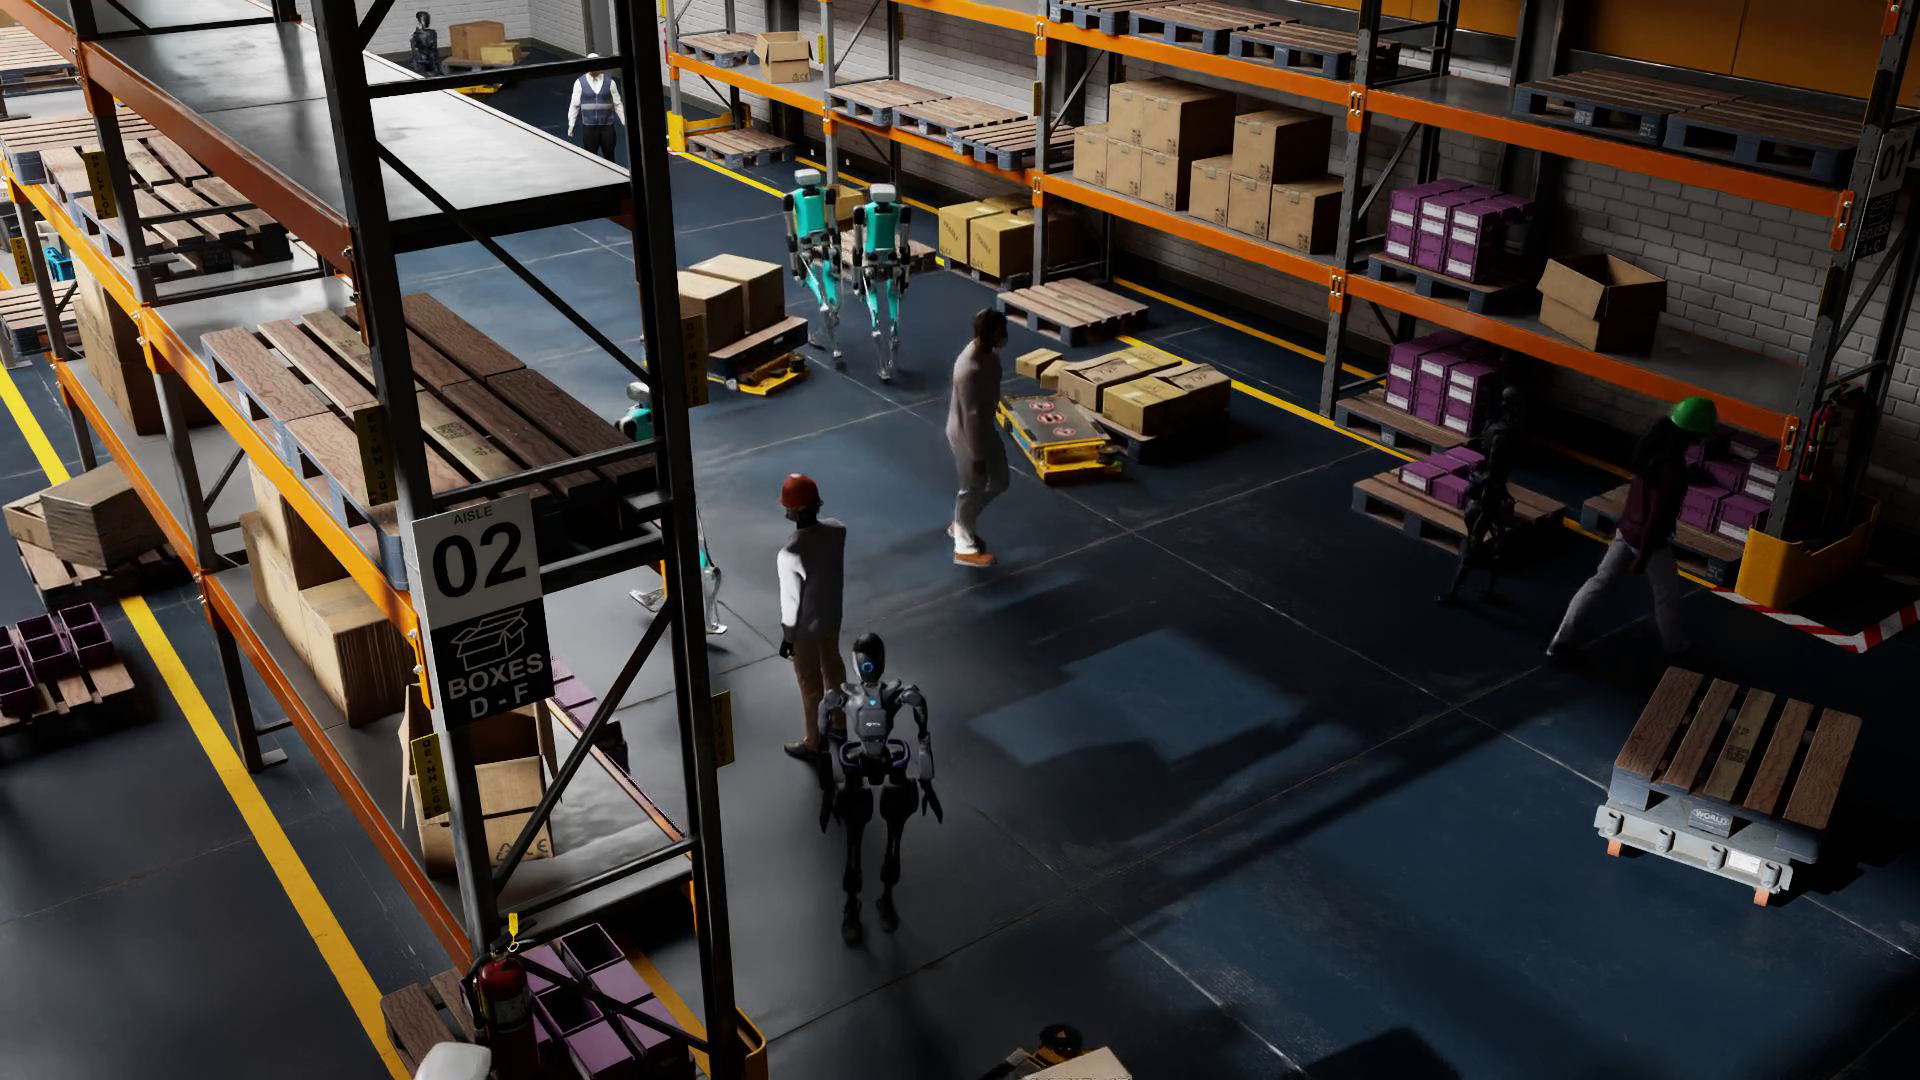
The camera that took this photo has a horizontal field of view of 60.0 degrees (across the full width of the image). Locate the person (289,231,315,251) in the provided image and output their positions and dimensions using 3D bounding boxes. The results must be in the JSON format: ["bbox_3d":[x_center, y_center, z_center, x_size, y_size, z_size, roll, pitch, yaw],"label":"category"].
[{"bbox_3d":[-5.839,-2.184,14.692,0.348,1.743,0.554,20,33,35],"label":"person"}]

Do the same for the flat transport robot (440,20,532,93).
[{"bbox_3d":[-7.613,-7.420,26.746,0.659,0.231,1.431,1,27,2],"label":"flat transport robot"}]

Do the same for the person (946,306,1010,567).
[{"bbox_3d":[0.134,-0.707,11.559,0.441,1.918,0.667,7,28,14],"label":"person"}]

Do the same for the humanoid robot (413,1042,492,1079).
[{"bbox_3d":[-1.358,2.417,5.568,0.695,1.804,0.530,-2,27,-4],"label":"humanoid robot"}]

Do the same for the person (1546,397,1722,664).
[{"bbox_3d":[4.262,-0.035,10.263,1.065,1.878,0.504,-3,27,-5],"label":"person"}]

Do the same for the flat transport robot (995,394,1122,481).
[{"bbox_3d":[0.789,-0.877,13.732,0.659,0.231,1.431,-7,28,-14],"label":"flat transport robot"}]

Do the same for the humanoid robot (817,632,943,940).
[{"bbox_3d":[-0.385,1.195,8.049,0.601,1.652,0.341,-3,27,-6],"label":"humanoid robot"}]

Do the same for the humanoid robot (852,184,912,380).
[{"bbox_3d":[-0.659,-2.228,14.817,0.555,1.809,0.842,-6,27,-12],"label":"humanoid robot"}]

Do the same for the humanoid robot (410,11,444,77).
[{"bbox_3d":[-7.702,-6.735,23.831,0.464,1.648,0.586,11,29,21],"label":"humanoid robot"}]

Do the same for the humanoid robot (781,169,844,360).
[{"bbox_3d":[-1.223,-2.460,15.282,0.536,1.735,1.013,-13,30,-25],"label":"humanoid robot"}]

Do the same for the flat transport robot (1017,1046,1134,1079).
[{"bbox_3d":[0.362,3.002,6.017,1.431,0.231,0.659,-13,29,-24],"label":"flat transport robot"}]

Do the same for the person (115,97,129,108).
[{"bbox_3d":[-10.662,-5.391,20.795,0.619,1.990,0.394,4,27,9],"label":"person"}]

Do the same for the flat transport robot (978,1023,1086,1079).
[{"bbox_3d":[0.188,2.573,6.869,0.659,0.231,1.431,23,35,38],"label":"flat transport robot"}]

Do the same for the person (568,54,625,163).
[{"bbox_3d":[-4.449,-5.097,20.472,0.762,1.753,0.448,-8,28,-16],"label":"person"}]

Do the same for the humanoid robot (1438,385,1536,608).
[{"bbox_3d":[3.522,-0.271,10.971,0.561,1.634,0.608,14,30,25],"label":"humanoid robot"}]

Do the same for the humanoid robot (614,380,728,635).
[{"bbox_3d":[-1.772,-0.155,10.678,1.043,1.733,0.556,14,30,26],"label":"humanoid robot"}]

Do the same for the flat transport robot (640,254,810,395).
[{"bbox_3d":[-2.138,-1.632,15.234,1.431,0.231,0.659,16,31,29],"label":"flat transport robot"}]

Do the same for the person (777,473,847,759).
[{"bbox_3d":[-0.861,0.435,9.471,0.337,1.748,0.562,15,30,27],"label":"person"}]
